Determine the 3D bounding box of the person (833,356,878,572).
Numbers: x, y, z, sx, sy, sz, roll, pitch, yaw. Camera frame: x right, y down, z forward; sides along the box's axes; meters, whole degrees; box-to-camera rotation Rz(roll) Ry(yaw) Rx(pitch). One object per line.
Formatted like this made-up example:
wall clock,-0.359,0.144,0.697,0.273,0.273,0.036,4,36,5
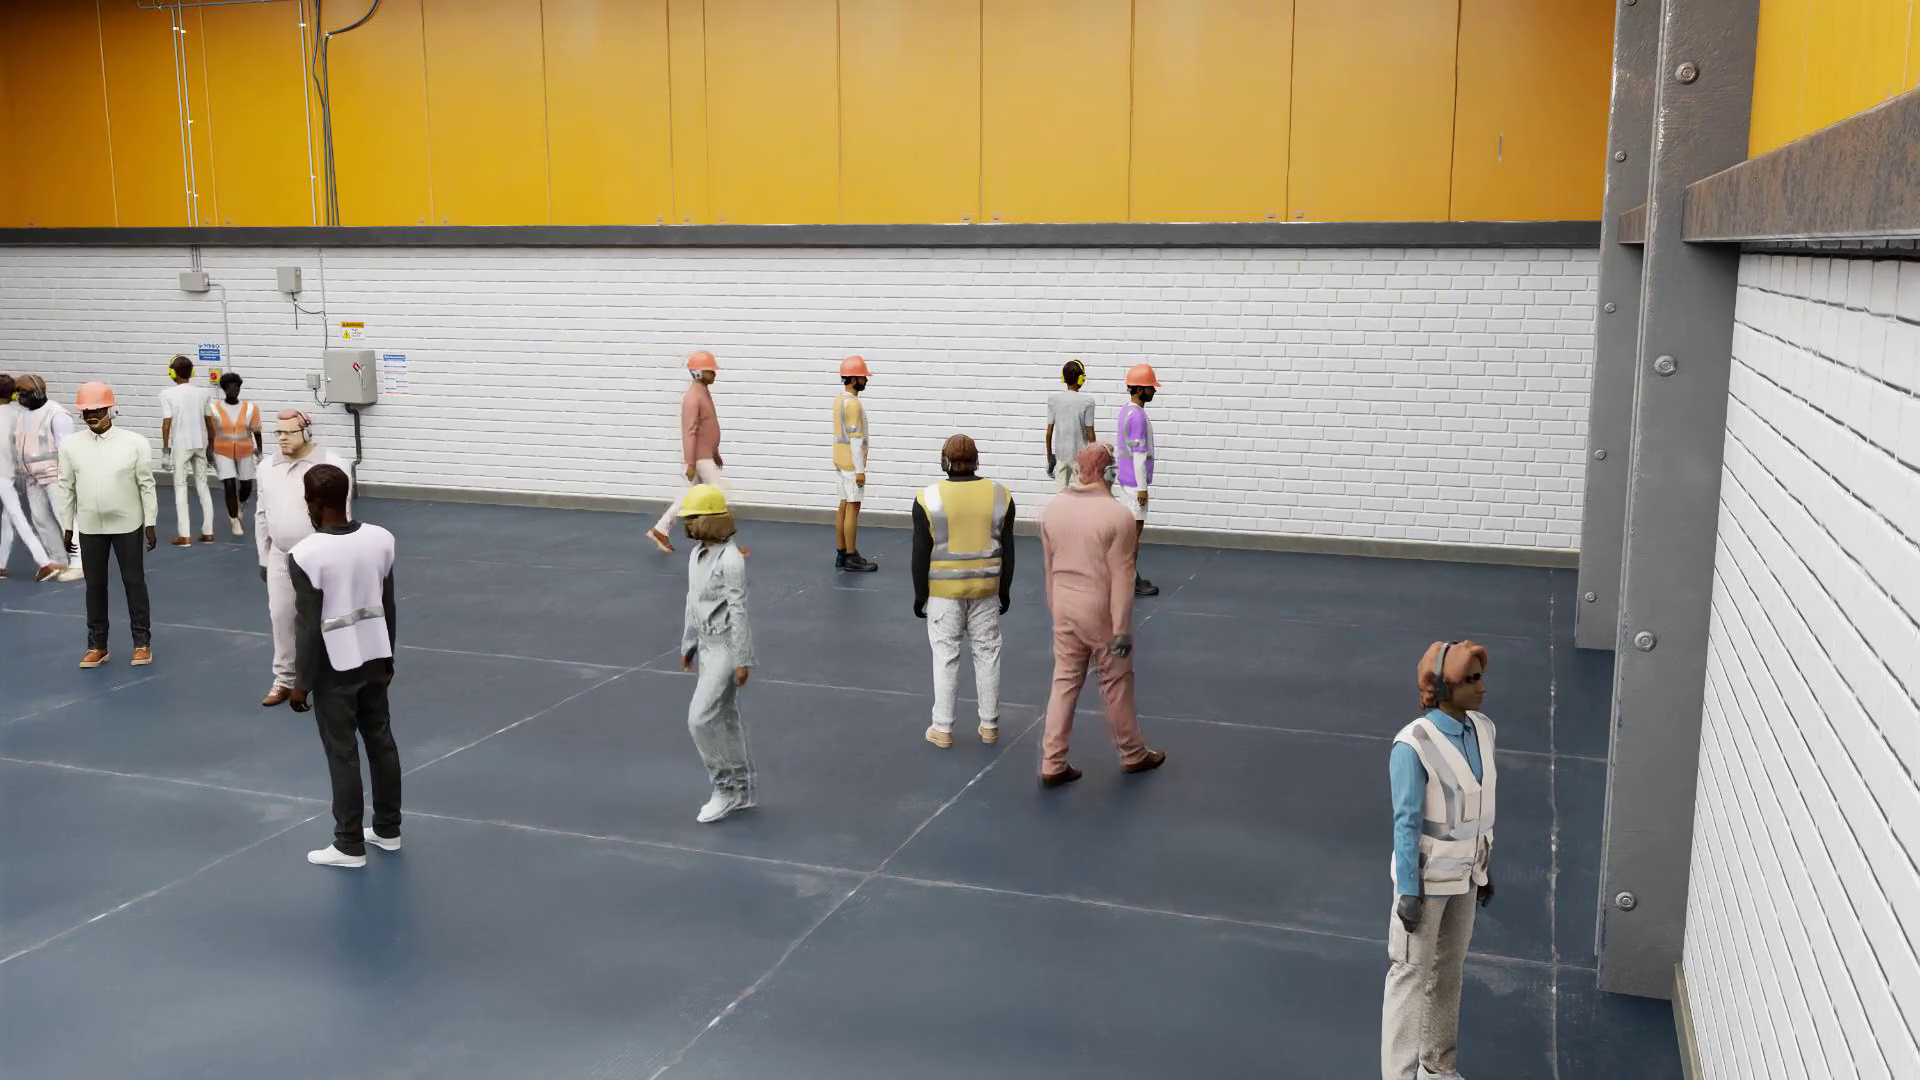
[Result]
person,-0.956,-0.685,14.964,0.362,1.939,0.542,-4,11,-19

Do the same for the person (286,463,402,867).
person,-2.890,0.590,7.849,0.390,1.916,0.587,5,11,27

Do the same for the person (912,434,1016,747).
person,0.010,0.297,9.720,0.624,1.840,0.429,-3,10,-15

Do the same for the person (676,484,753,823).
person,-1.274,0.575,8.444,0.505,1.725,0.515,-6,12,-30

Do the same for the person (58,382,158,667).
person,-5.904,-0.103,11.531,0.622,1.992,0.395,-2,10,-12

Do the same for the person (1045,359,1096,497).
person,1.038,-0.736,15.442,0.521,1.873,0.335,6,12,29

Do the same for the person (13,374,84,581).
person,-7.942,-0.539,14.497,0.658,1.822,0.433,5,11,24

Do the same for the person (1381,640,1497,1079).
person,1.602,1.135,5.548,0.514,1.645,0.308,-9,14,-42

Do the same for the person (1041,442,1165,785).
person,0.755,0.395,9.074,0.669,1.869,0.824,10,14,44

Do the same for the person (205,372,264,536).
person,-7.384,-0.891,16.912,0.539,1.669,0.603,-6,12,-31

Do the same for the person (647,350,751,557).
person,-2.496,-0.806,15.592,0.943,1.965,0.603,0,10,-2

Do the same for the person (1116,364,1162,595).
person,1.499,-0.508,13.970,0.356,1.937,0.552,-1,10,-5

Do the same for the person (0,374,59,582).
person,-8.257,-0.529,14.485,0.930,1.819,0.544,6,12,29

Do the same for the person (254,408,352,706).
person,-4.190,0.110,10.601,0.656,1.904,0.436,1,10,7

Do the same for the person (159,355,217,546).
person,-7.558,-0.868,16.269,0.377,1.851,0.522,8,13,39
